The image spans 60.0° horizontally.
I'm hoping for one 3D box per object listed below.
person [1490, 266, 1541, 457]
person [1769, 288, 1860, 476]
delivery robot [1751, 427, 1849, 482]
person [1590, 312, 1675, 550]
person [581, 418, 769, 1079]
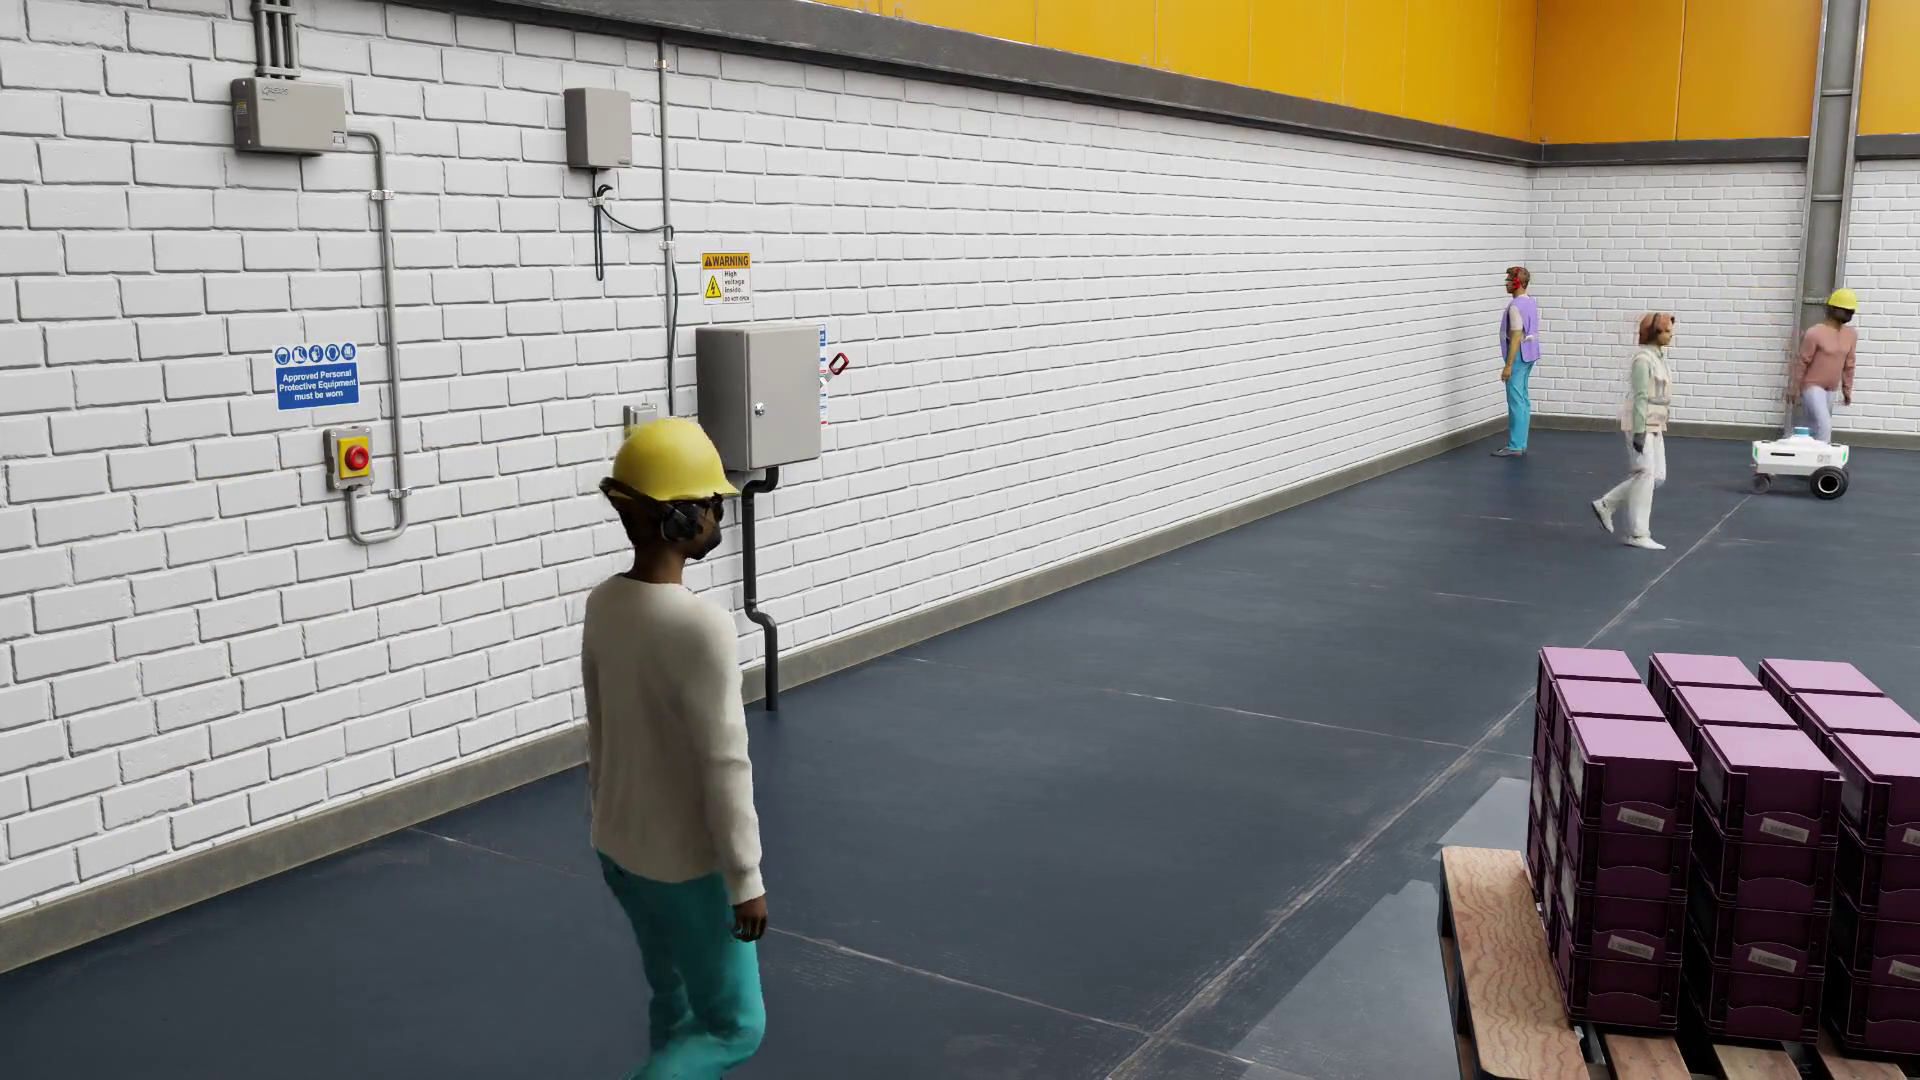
[{"bbox_3d":[5.417,-1.722,16.143,0.391,1.848,0.563,7,12,33],"label":"person"},{"bbox_3d":[7.351,-1.320,14.332,0.533,1.712,0.850,-4,11,-20],"label":"person"},{"bbox_3d":[6.936,-0.689,13.742,0.707,0.478,0.477,5,11,27],"label":"delivery robot"},{"bbox_3d":[4.643,-0.753,11.415,0.476,1.627,0.519,8,13,38],"label":"person"},{"bbox_3d":[-0.623,0.630,3.355,0.560,1.752,0.536,-8,13,-36],"label":"person"}]
